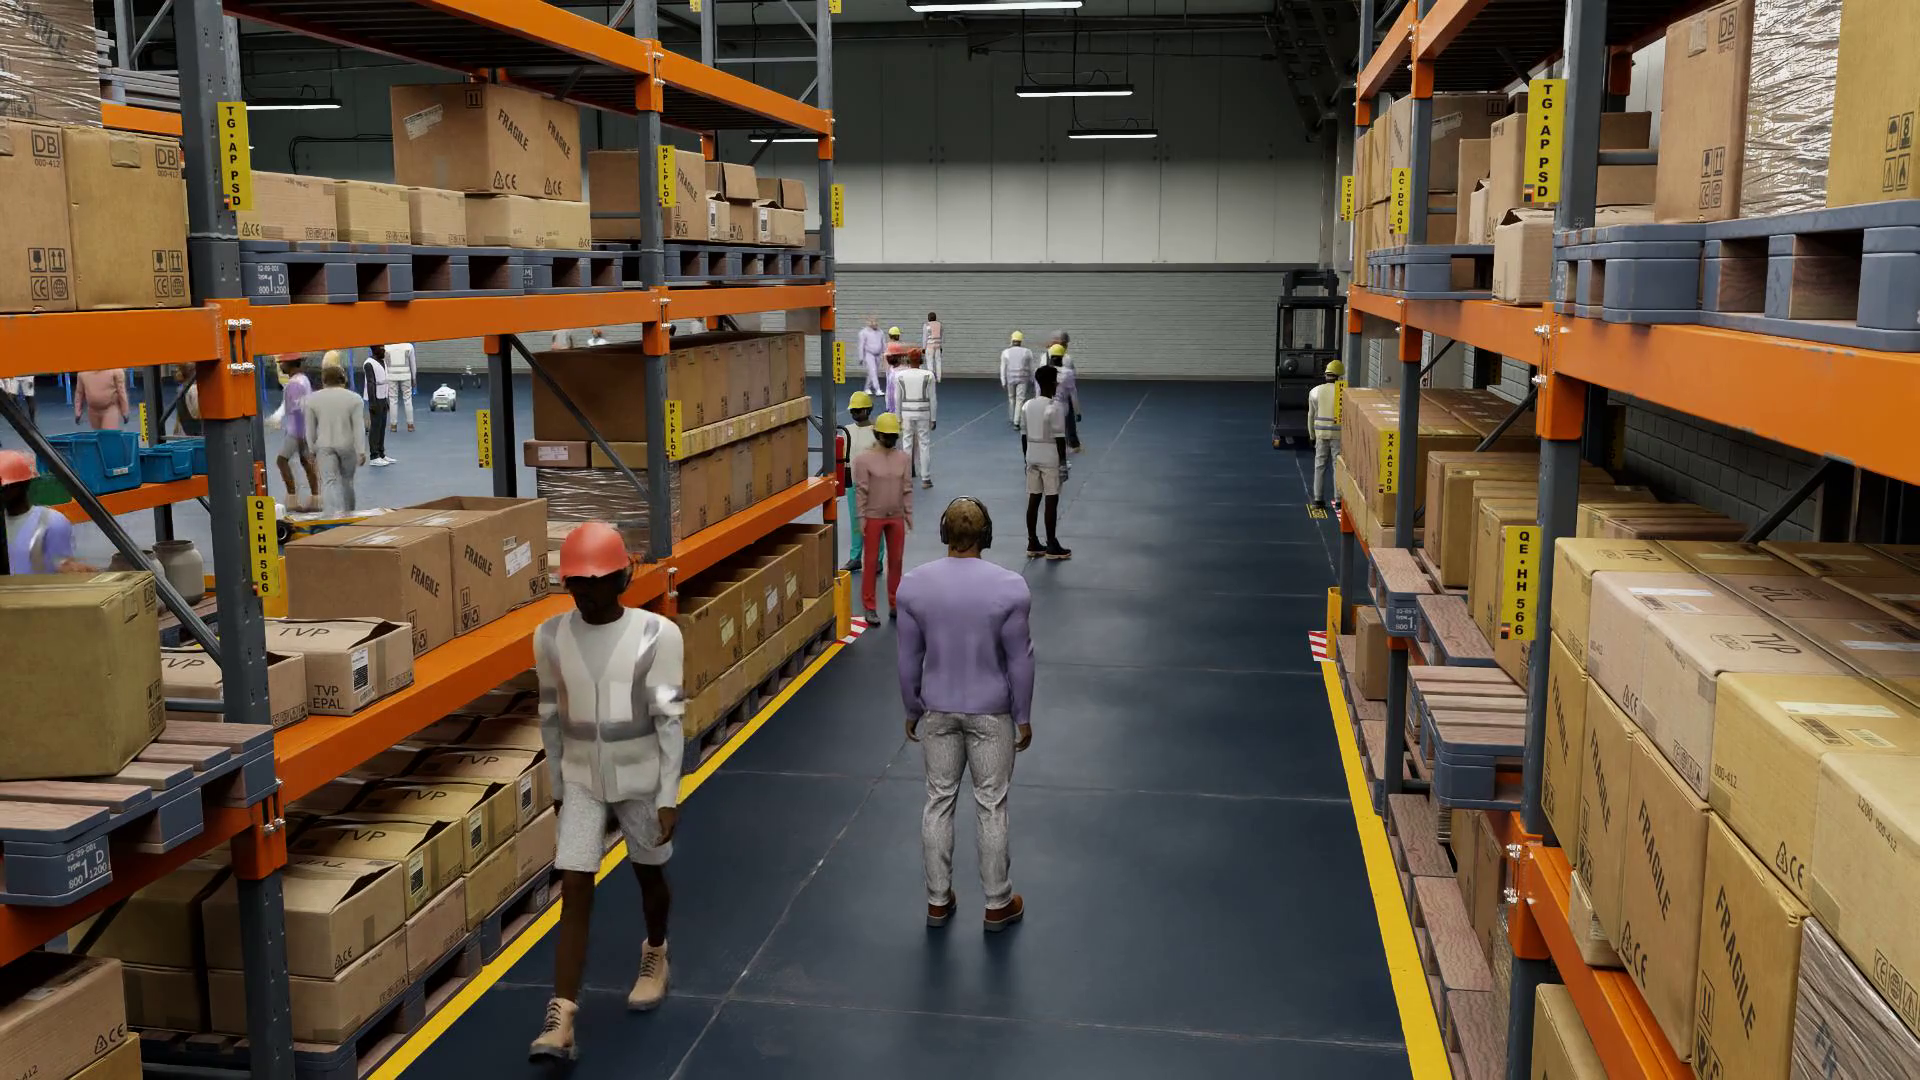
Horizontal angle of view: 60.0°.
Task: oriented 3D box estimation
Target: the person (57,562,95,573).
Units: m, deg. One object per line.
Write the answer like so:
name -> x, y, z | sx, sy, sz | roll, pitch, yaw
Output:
person -> -4.088, 0.870, 7.855 | 0.508, 1.581, 0.841 | -2, 9, -12

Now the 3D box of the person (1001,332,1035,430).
person -> 1.083, -2.957, 30.832 | 0.588, 1.778, 0.937 | 2, 9, 14

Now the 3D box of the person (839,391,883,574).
person -> -0.942, -0.553, 16.072 | 0.533, 1.767, 0.325 | 6, 11, 31

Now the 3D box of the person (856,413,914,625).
person -> -0.612, -0.185, 13.835 | 0.526, 1.756, 0.332 | -5, 11, -29

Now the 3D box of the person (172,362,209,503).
person -> -9.796, -1.386, 21.145 | 0.985, 1.792, 0.528 | -8, 12, -39

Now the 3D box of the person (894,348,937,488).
person -> -0.595, -1.650, 22.479 | 0.576, 1.883, 0.355 | 1, 9, 6

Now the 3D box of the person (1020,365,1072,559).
person -> 0.875, -0.804, 17.001 | 0.369, 1.967, 0.601 | -8, 12, -39

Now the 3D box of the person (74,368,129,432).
person -> -12.149, -1.798, 23.458 | 0.669, 1.857, 0.960 | 0, 9, 0

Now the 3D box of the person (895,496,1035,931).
person -> 0.029, 0.766, 7.403 | 0.627, 1.941, 0.371 | 3, 10, 16

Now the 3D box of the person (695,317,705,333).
person -> -6.993, -5.250, 44.867 | 0.377, 1.826, 0.632 | -2, 9, -12

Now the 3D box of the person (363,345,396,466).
person -> -8.805, -2.100, 25.144 | 0.376, 1.917, 0.600 | 0, 9, 0

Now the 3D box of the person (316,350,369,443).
person -> -10.691, -2.635, 28.559 | 0.937, 1.905, 0.549 | -6, 11, -33

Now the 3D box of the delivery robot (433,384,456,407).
delivery robot -> -10.830, -3.034, 34.939 | 0.477, 0.478, 0.707 | -1, 9, -6

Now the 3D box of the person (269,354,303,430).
person -> -12.301, -2.896, 30.382 | 0.638, 1.812, 0.804 | 7, 12, 37

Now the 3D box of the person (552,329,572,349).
person -> -10.462, -5.088, 43.876 | 0.487, 1.832, 0.968 | 1, 9, 8

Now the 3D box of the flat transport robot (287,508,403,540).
flat transport robot -> -6.873, -0.189, 18.556 | 1.431, 0.197, 0.652 | -5, 10, -29

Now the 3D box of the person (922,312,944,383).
person -> -0.722, -5.020, 43.391 | 0.624, 1.845, 0.430 | -6, 11, -31

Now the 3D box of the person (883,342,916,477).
person -> -1.006, -1.824, 23.472 | 0.875, 1.905, 0.570 | -4, 10, -24

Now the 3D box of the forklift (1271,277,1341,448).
forklift -> 5.847, -3.016, 27.970 | 1.129, 2.768, 1.873 | 1, 9, 9

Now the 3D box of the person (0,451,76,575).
person -> -5.285, 0.455, 9.370 | 0.586, 1.919, 0.549 | 2, 9, 12

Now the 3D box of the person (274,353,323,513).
person -> -8.057, -1.322, 20.028 | 0.692, 2.015, 0.614 | -1, 9, -5

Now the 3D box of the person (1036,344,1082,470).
person -> 1.388, -1.840, 23.684 | 0.592, 1.874, 0.977 | 7, 12, 37

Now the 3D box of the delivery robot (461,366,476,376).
delivery robot -> -12.280, -4.239, 41.575 | 0.335, 0.223, 0.698 | -4, 10, -22

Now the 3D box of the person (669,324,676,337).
person -> -6.730, -4.208, 38.898 | 0.540, 1.682, 0.626 | 0, 9, -3

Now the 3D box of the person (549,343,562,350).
person -> -7.217, -2.776, 30.257 | 0.642, 1.621, 0.528 | 4, 10, 24

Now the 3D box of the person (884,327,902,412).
person -> -1.357, -3.508, 34.301 | 0.311, 1.768, 0.533 | -6, 11, -35

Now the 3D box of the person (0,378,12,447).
person -> -16.197, -2.505, 27.783 | 0.547, 1.891, 0.999 | -8, 12, -40

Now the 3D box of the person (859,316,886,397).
person -> -2.012, -4.299, 38.908 | 0.663, 1.857, 0.990 | -7, 12, -37

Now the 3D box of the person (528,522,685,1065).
person -> -1.336, 0.925, 6.265 | 0.613, 1.987, 1.041 | 1, 9, 6

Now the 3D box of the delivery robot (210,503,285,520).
delivery robot -> -7.625, -0.253, 17.791 | 0.707, 0.478, 0.477 | -9, 13, -43

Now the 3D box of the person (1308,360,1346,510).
person -> 4.579, -1.295, 20.442 | 0.599, 1.830, 0.403 | 6, 11, 34

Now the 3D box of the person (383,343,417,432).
person -> -10.236, -2.959, 30.345 | 0.615, 1.947, 0.389 | -3, 10, -20

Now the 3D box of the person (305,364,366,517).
person -> -7.005, -1.030, 18.672 | 0.643, 1.889, 1.055 | -2, 9, -14

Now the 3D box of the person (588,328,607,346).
person -> -8.265, -4.008, 37.800 | 0.555, 1.618, 0.488 | 3, 10, 20

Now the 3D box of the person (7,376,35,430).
person -> -17.221, -2.952, 30.424 | 0.545, 1.917, 0.655 | 1, 9, 4

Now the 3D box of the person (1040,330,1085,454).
person -> 1.521, -2.373, 26.583 | 1.027, 2.000, 0.695 | -7, 12, -39
